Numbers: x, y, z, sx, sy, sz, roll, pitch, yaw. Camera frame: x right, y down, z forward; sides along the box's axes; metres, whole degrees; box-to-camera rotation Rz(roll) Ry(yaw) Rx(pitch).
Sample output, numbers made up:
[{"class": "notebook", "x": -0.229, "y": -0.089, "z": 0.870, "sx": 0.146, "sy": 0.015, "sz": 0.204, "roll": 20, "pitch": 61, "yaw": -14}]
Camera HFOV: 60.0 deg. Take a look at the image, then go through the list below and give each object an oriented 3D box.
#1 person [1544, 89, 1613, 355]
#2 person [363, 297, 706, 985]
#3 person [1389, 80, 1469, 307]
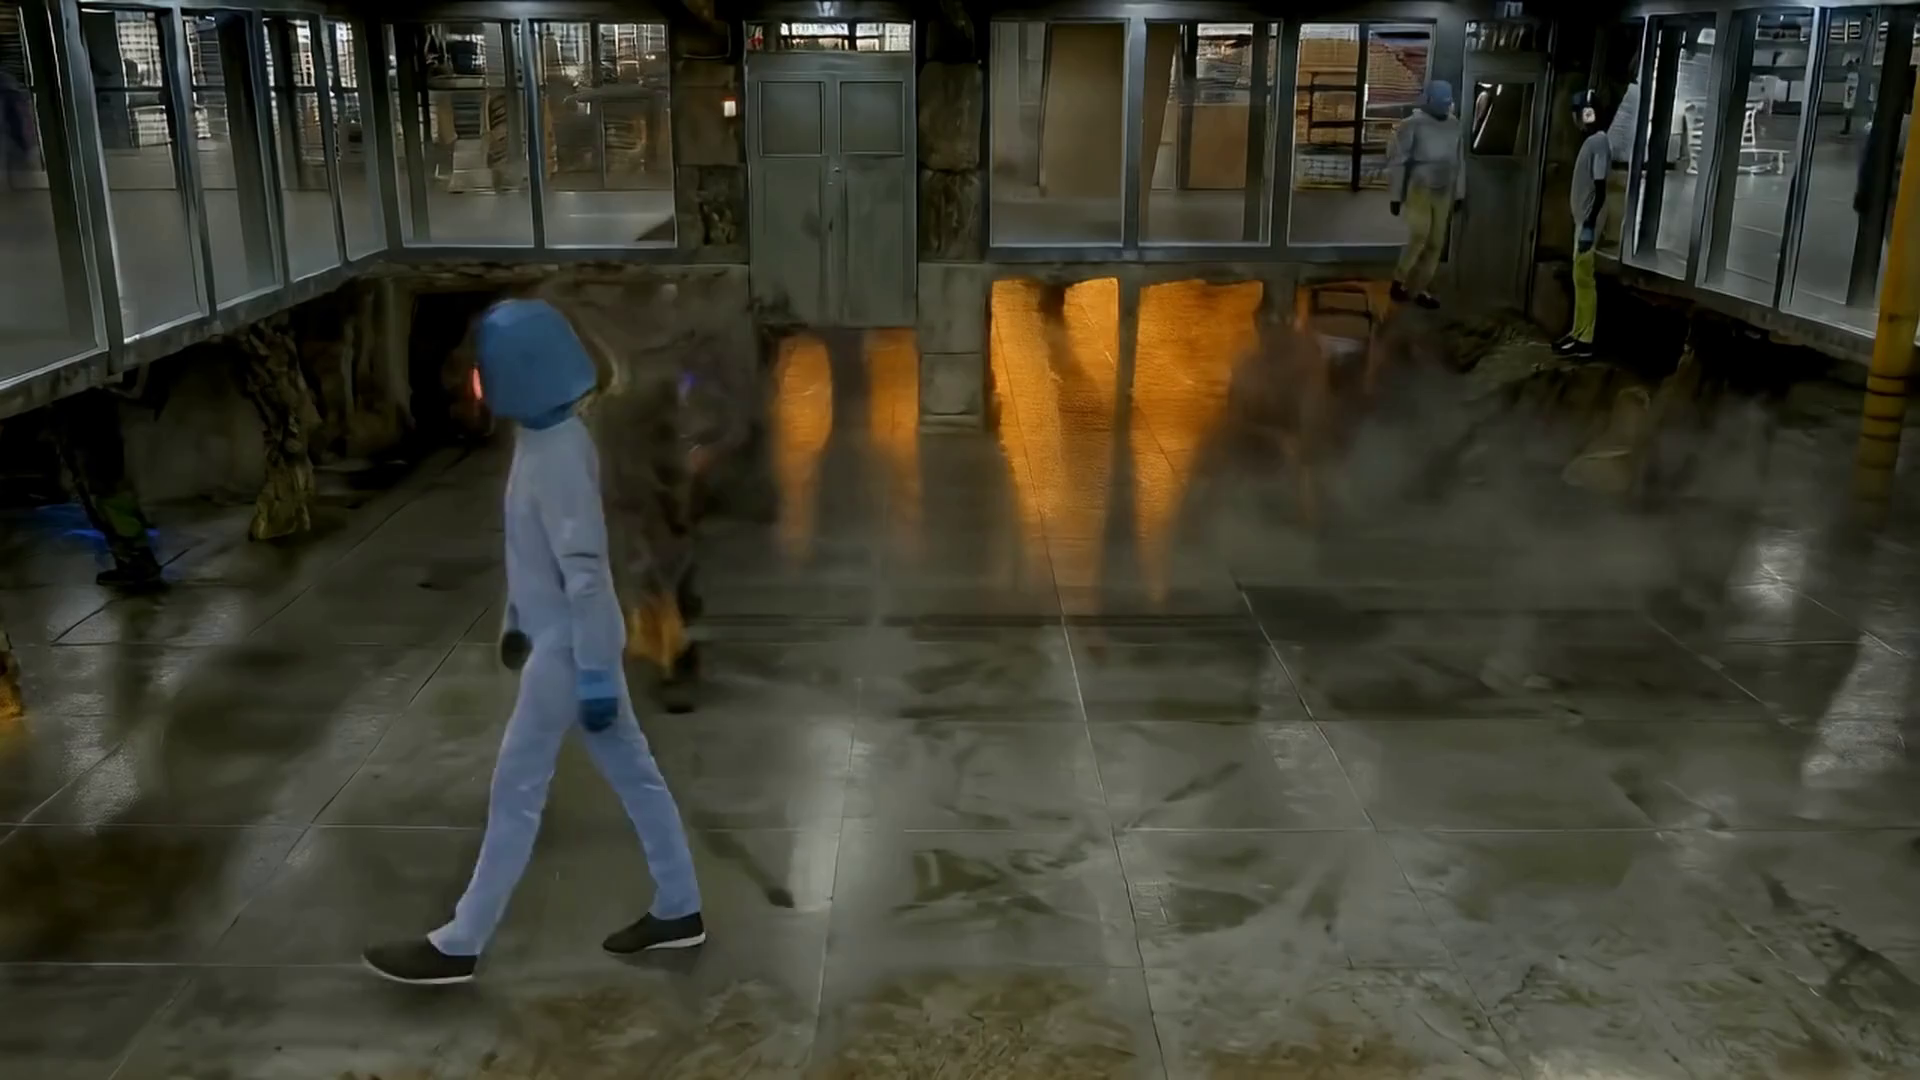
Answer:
[{"class": "person", "x": 4.425, "y": -2.239, "z": 11.806, "sx": 0.335, "sy": 1.864, "sz": 0.521, "roll": 4, "pitch": 17, "yaw": 14}, {"class": "person", "x": -0.996, "y": 0.252, "z": 3.782, "sx": 0.835, "sy": 1.587, "sz": 0.519, "roll": -4, "pitch": 17, "yaw": -13}, {"class": "person", "x": 3.980, "y": -2.909, "z": 14.047, "sx": 0.640, "sy": 1.888, "sz": 0.435, "roll": -7, "pitch": 18, "yaw": -22}]
